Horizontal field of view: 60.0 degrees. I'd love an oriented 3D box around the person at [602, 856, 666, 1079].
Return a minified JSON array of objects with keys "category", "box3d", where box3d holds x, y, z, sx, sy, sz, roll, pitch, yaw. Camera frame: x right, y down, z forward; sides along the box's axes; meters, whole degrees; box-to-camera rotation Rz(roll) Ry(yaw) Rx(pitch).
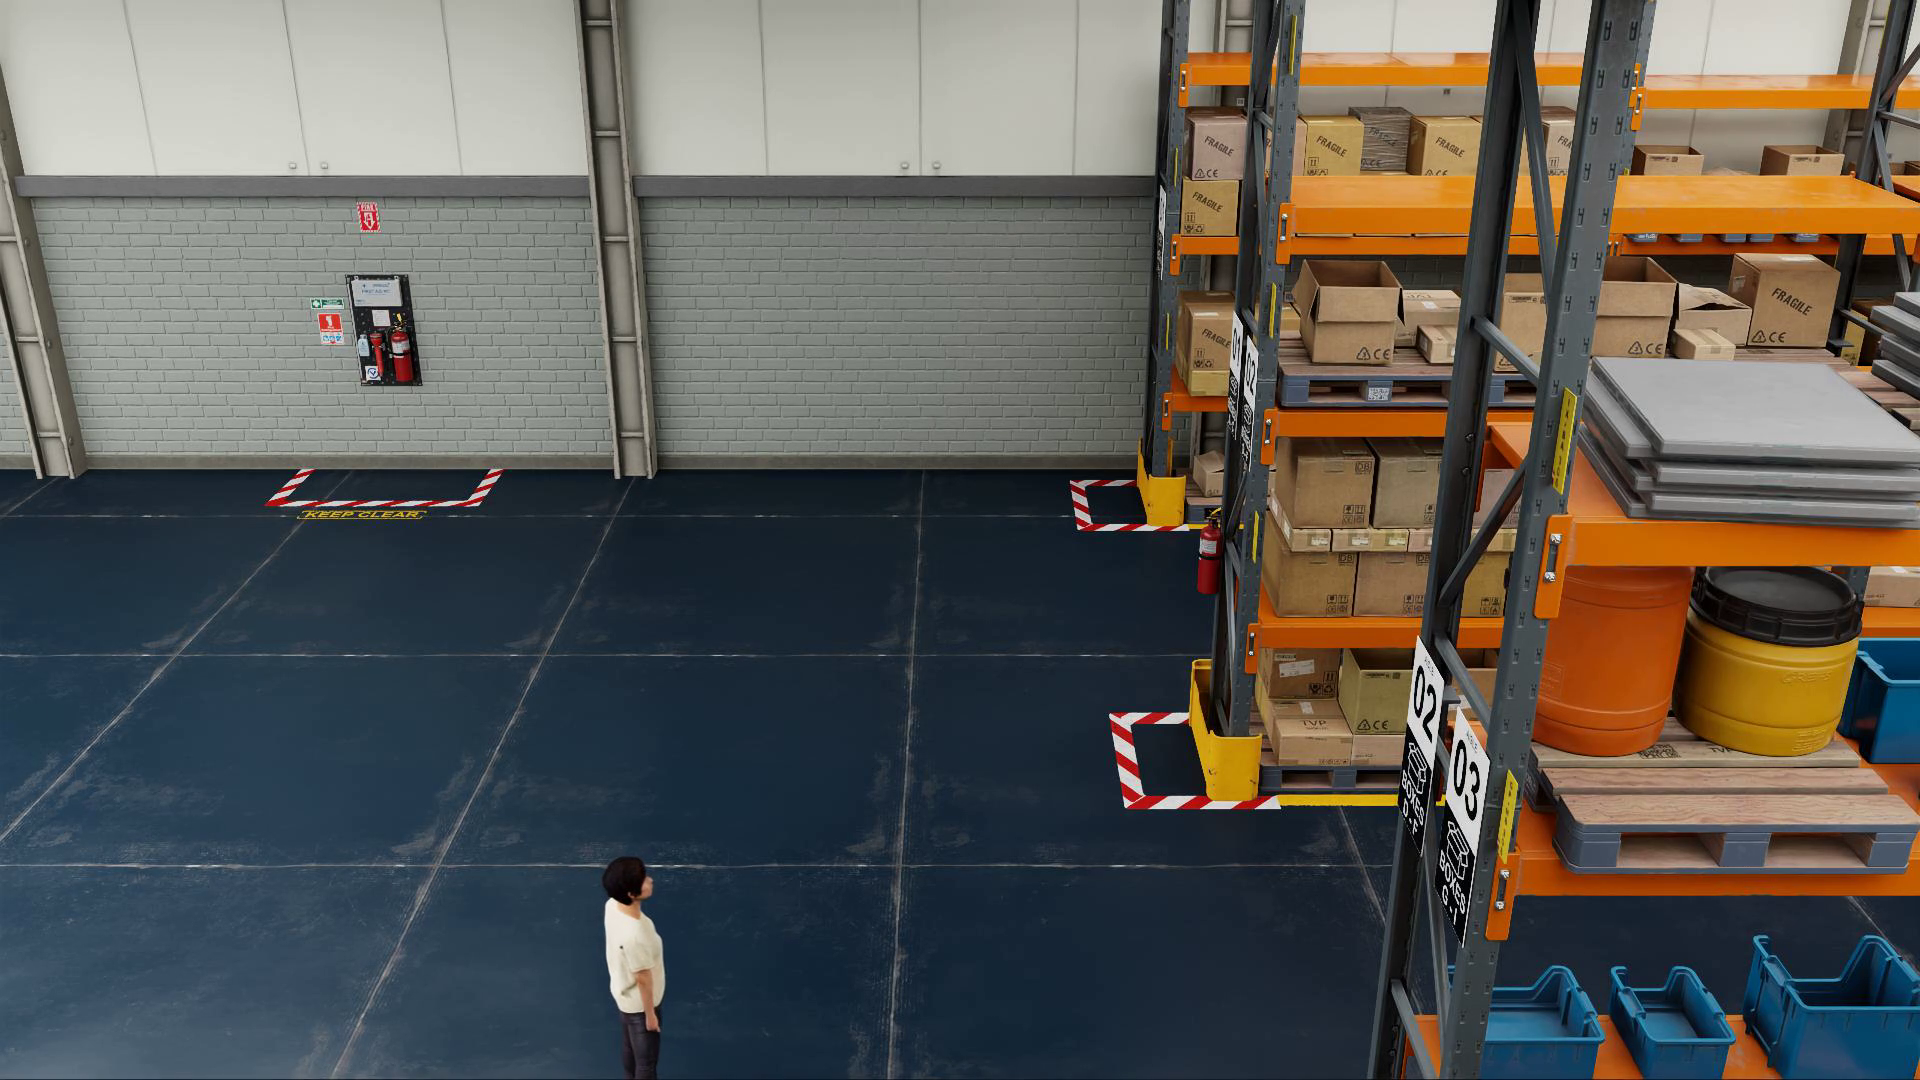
[{"category":"person","box3d":[-1.618,2.284,8.346,0.640,1.587,0.655,-12,26,-26]}]
